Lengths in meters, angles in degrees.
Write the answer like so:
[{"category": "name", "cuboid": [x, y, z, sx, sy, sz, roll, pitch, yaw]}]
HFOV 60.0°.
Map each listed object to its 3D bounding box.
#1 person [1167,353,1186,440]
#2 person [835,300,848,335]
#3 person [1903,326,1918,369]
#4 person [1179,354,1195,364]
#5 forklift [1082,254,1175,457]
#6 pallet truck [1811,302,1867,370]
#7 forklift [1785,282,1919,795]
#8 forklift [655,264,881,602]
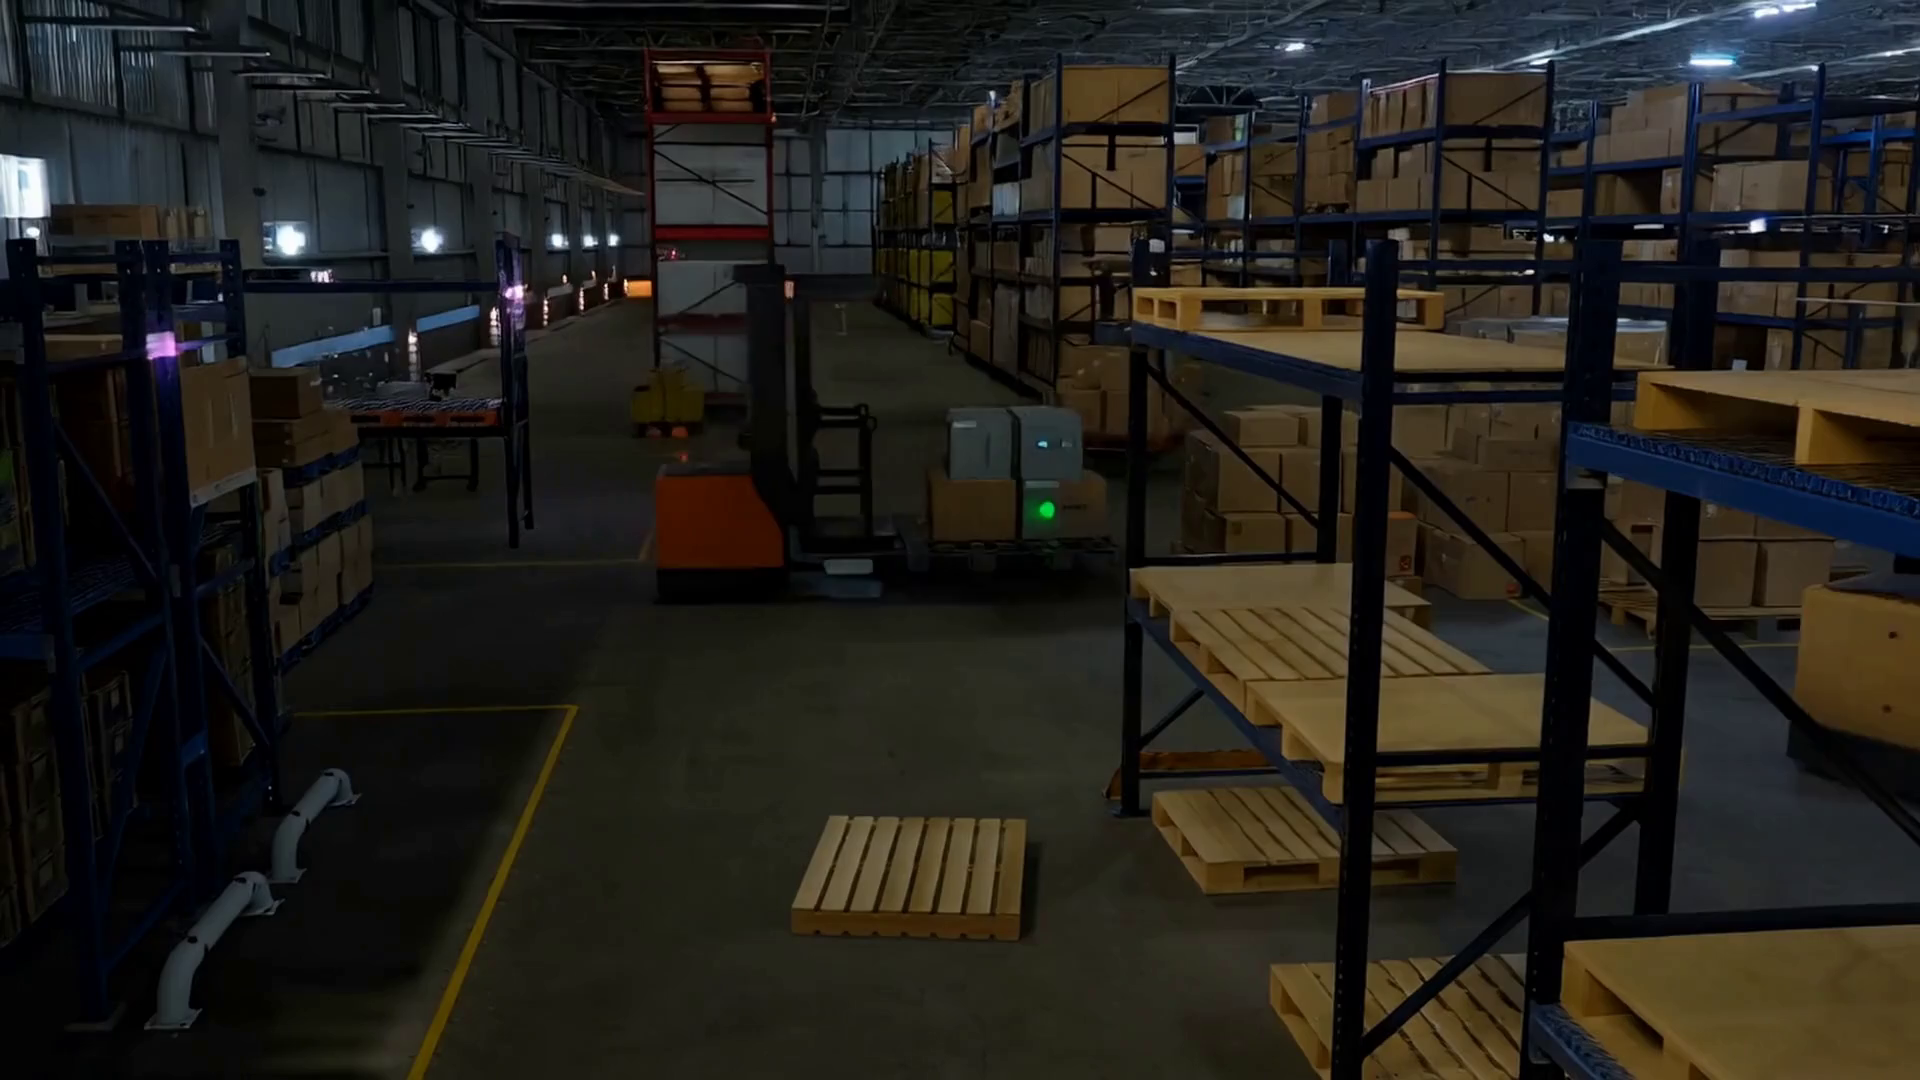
[{"category": "person", "cuboid": [2.962, -2.465, 25.198, 1.003, 1.950, 0.610, -2, 10, -12]}, {"category": "person", "cuboid": [-3.824, -7.522, 53.526, 0.429, 1.836, 0.632, -4, 11, -19]}, {"category": "person", "cuboid": [15.658, -2.851, 27.391, 0.795, 1.926, 0.603, 3, 11, 15]}, {"category": "person", "cuboid": [4.742, -4.027, 34.775, 0.527, 1.598, 0.826, 0, 10, 1]}, {"category": "forklift", "cuboid": [2.464, -2.681, 23.790, 1.129, 2.768, 1.873, 3, 11, 14]}, {"category": "pallet truck", "cuboid": [15.846, -3.142, 28.793, 1.885, 1.965, 0.823, 2, 10, 12]}, {"category": "forklift", "cuboid": [5.788, -0.084, 9.400, 1.873, 2.768, 1.129, -6, 12, -31]}, {"category": "forklift", "cuboid": [-1.655, -0.952, 14.208, 1.873, 2.768, 1.129, -1, 10, -6]}]
